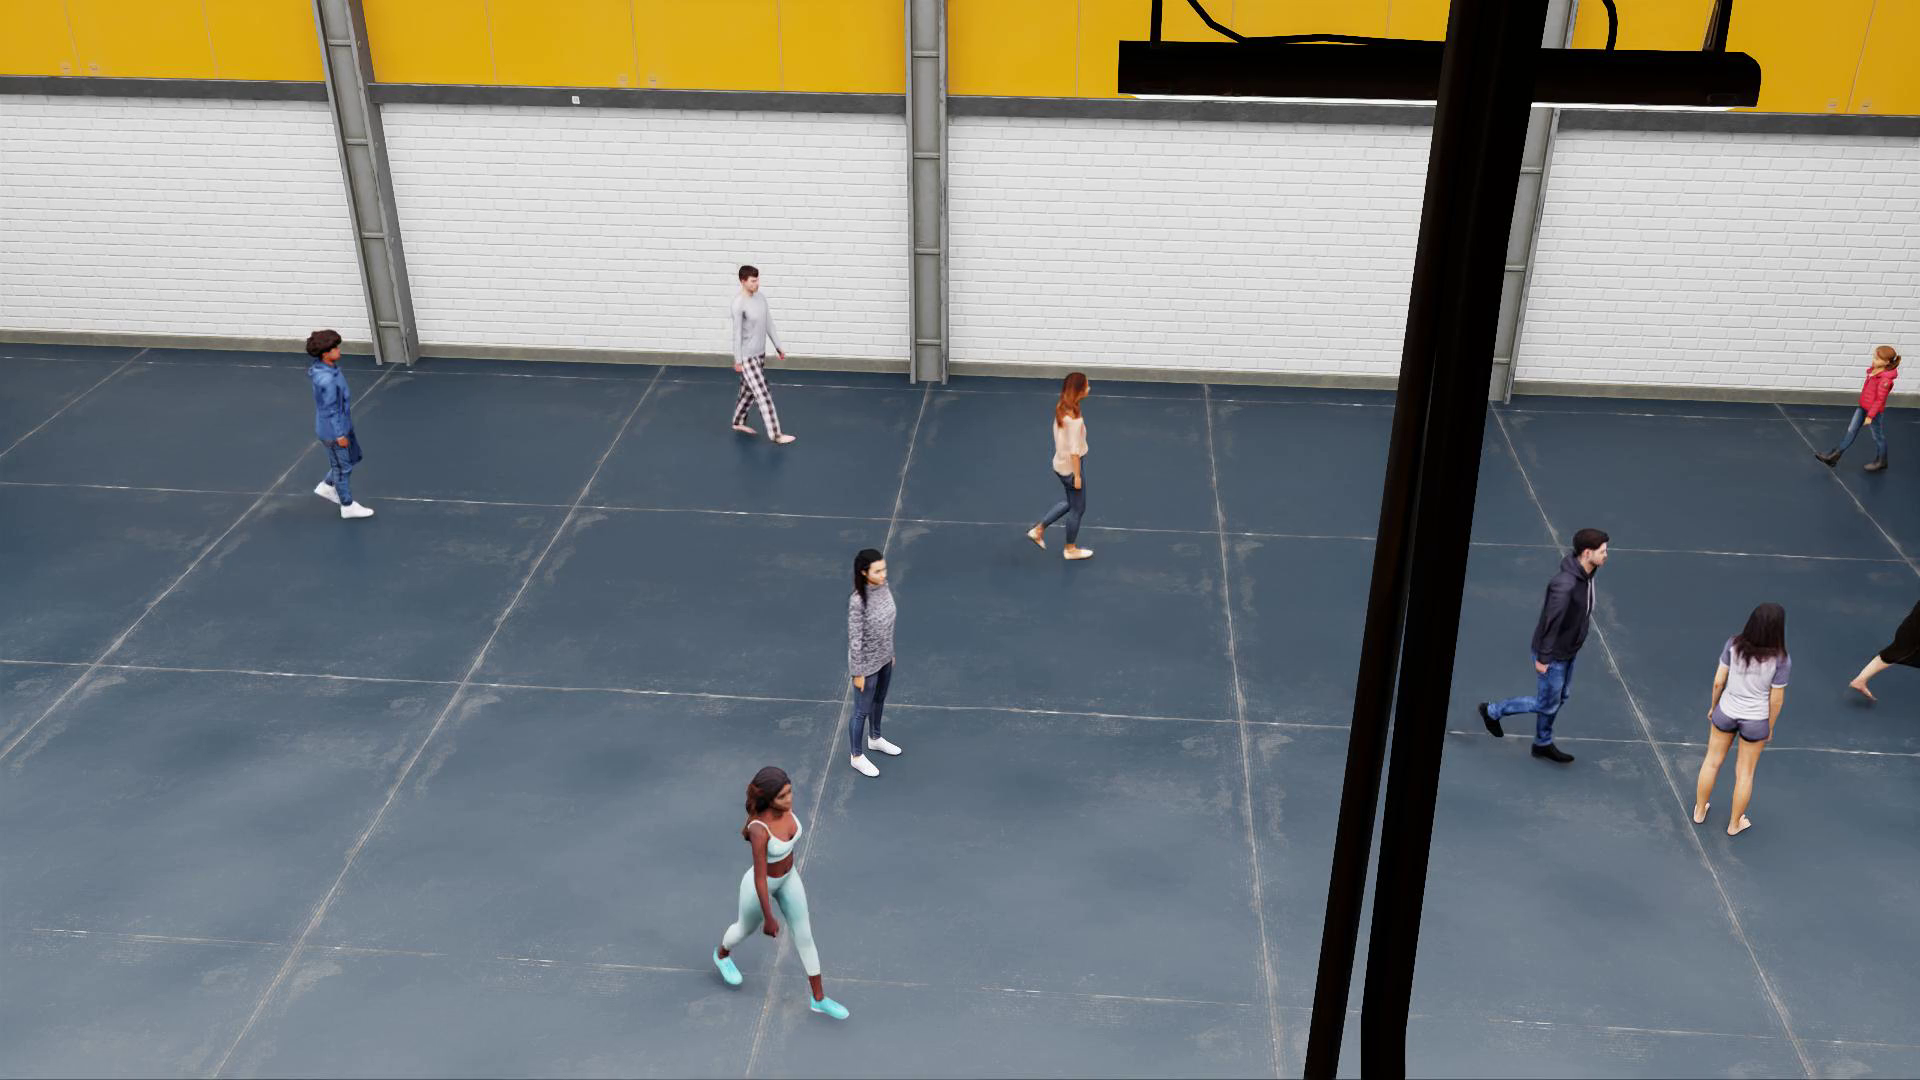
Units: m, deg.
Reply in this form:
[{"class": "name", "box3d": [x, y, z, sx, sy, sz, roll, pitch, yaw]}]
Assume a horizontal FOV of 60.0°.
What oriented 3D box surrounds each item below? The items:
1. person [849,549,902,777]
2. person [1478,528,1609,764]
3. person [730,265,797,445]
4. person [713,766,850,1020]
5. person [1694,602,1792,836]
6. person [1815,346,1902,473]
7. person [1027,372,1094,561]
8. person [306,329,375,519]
[{"class": "person", "box3d": [-0.617, 0.820, 11.666, 0.670, 1.731, 0.692, 16, 32, 26]}, {"class": "person", "box3d": [4.104, 0.737, 11.667, 1.075, 1.876, 0.943, 21, 35, 33]}, {"class": "person", "box3d": [-2.132, -1.857, 16.484, 1.158, 1.817, 0.910, 13, 31, 23]}, {"class": "person", "box3d": [-1.154, 1.996, 9.569, 1.245, 1.674, 0.951, 17, 33, 29]}, {"class": "person", "box3d": [5.183, 1.171, 11.021, 0.632, 1.733, 0.722, 23, 36, 36]}, {"class": "person", "box3d": [8.779, -1.229, 15.889, 0.921, 1.283, 0.562, 0, 29, 0]}, {"class": "person", "box3d": [0.860, -0.609, 14.237, 0.881, 1.777, 0.723, -5, 29, -8]}, {"class": "person", "box3d": [-5.706, -1.021, 14.971, 0.825, 1.797, 0.775, -5, 29, -9]}]
